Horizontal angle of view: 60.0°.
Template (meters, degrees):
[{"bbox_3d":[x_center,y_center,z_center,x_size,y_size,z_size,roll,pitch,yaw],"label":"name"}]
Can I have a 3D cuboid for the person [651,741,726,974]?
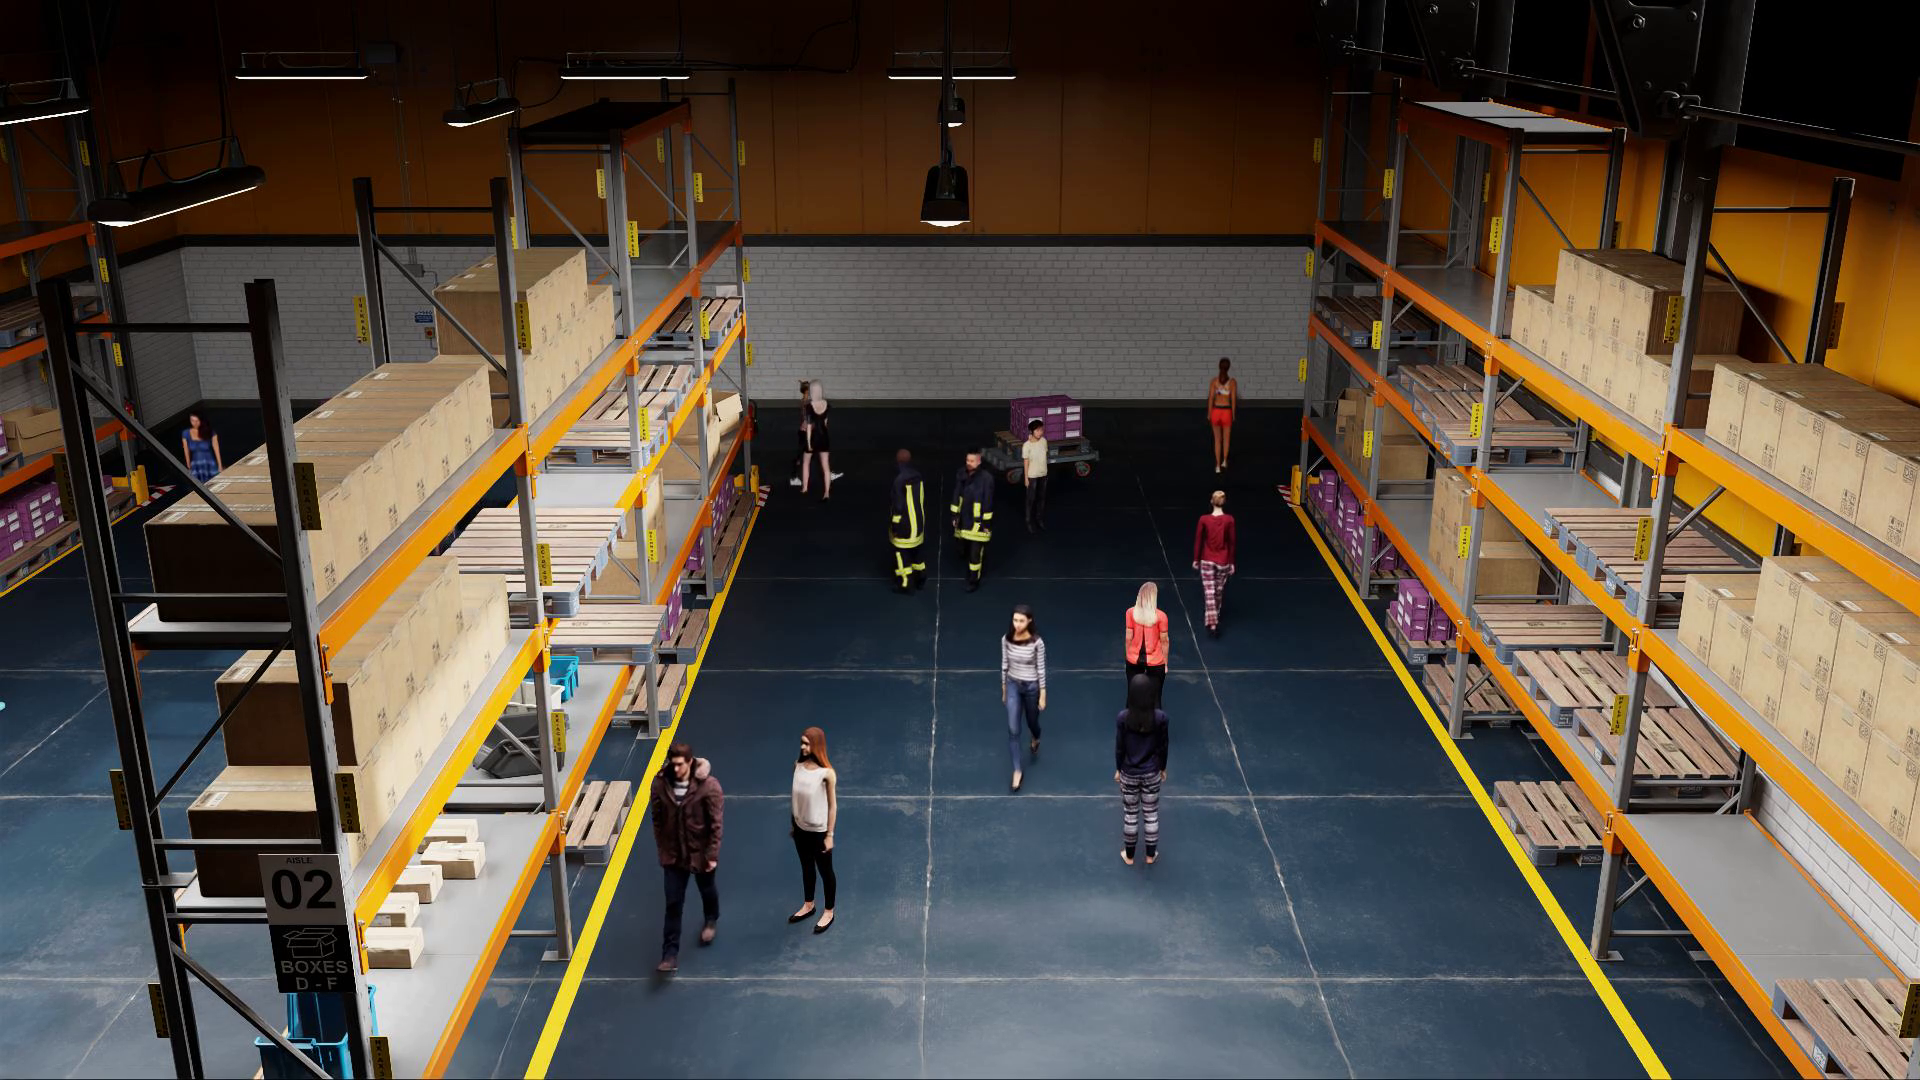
[{"bbox_3d":[-2.047,2.376,12.859,0.866,1.787,1.226,2,19,7],"label":"person"}]

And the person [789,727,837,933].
[{"bbox_3d":[-1.159,2.280,13.249,0.653,1.721,0.685,14,23,35],"label":"person"}]

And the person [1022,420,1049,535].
[{"bbox_3d":[1.038,-0.883,22.854,0.648,1.584,0.675,-14,23,-35],"label":"person"}]

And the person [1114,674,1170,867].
[{"bbox_3d":[1.542,1.956,14.192,0.601,1.732,0.496,0,19,-1],"label":"person"}]

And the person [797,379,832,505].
[{"bbox_3d":[-1.989,-1.398,24.043,0.898,1.803,1.005,-14,23,-35],"label":"person"}]

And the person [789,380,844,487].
[{"bbox_3d":[-2.364,-1.565,24.840,0.706,1.610,0.983,2,19,5],"label":"person"}]

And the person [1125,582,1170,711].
[{"bbox_3d":[1.833,1.217,16.449,0.667,1.693,0.654,8,20,22],"label":"person"}]

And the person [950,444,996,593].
[{"bbox_3d":[0.206,-0.302,20.724,0.981,1.844,1.071,11,22,30],"label":"person"}]

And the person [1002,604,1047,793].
[{"bbox_3d":[0.630,1.440,15.685,0.813,1.759,1.163,5,19,16],"label":"person"}]

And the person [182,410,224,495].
[{"bbox_3d":[-10.219,-0.895,22.570,0.728,1.789,0.998,-3,19,-9],"label":"person"}]

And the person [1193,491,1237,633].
[{"bbox_3d":[2.957,0.277,19.293,0.668,1.659,1.047,1,19,3],"label":"person"}]

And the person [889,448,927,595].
[{"bbox_3d":[-0.625,-0.243,20.604,0.944,1.809,0.858,12,22,32],"label":"person"}]

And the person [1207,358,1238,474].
[{"bbox_3d":[4.013,-1.881,25.516,0.603,1.777,0.621,2,19,6],"label":"person"}]
